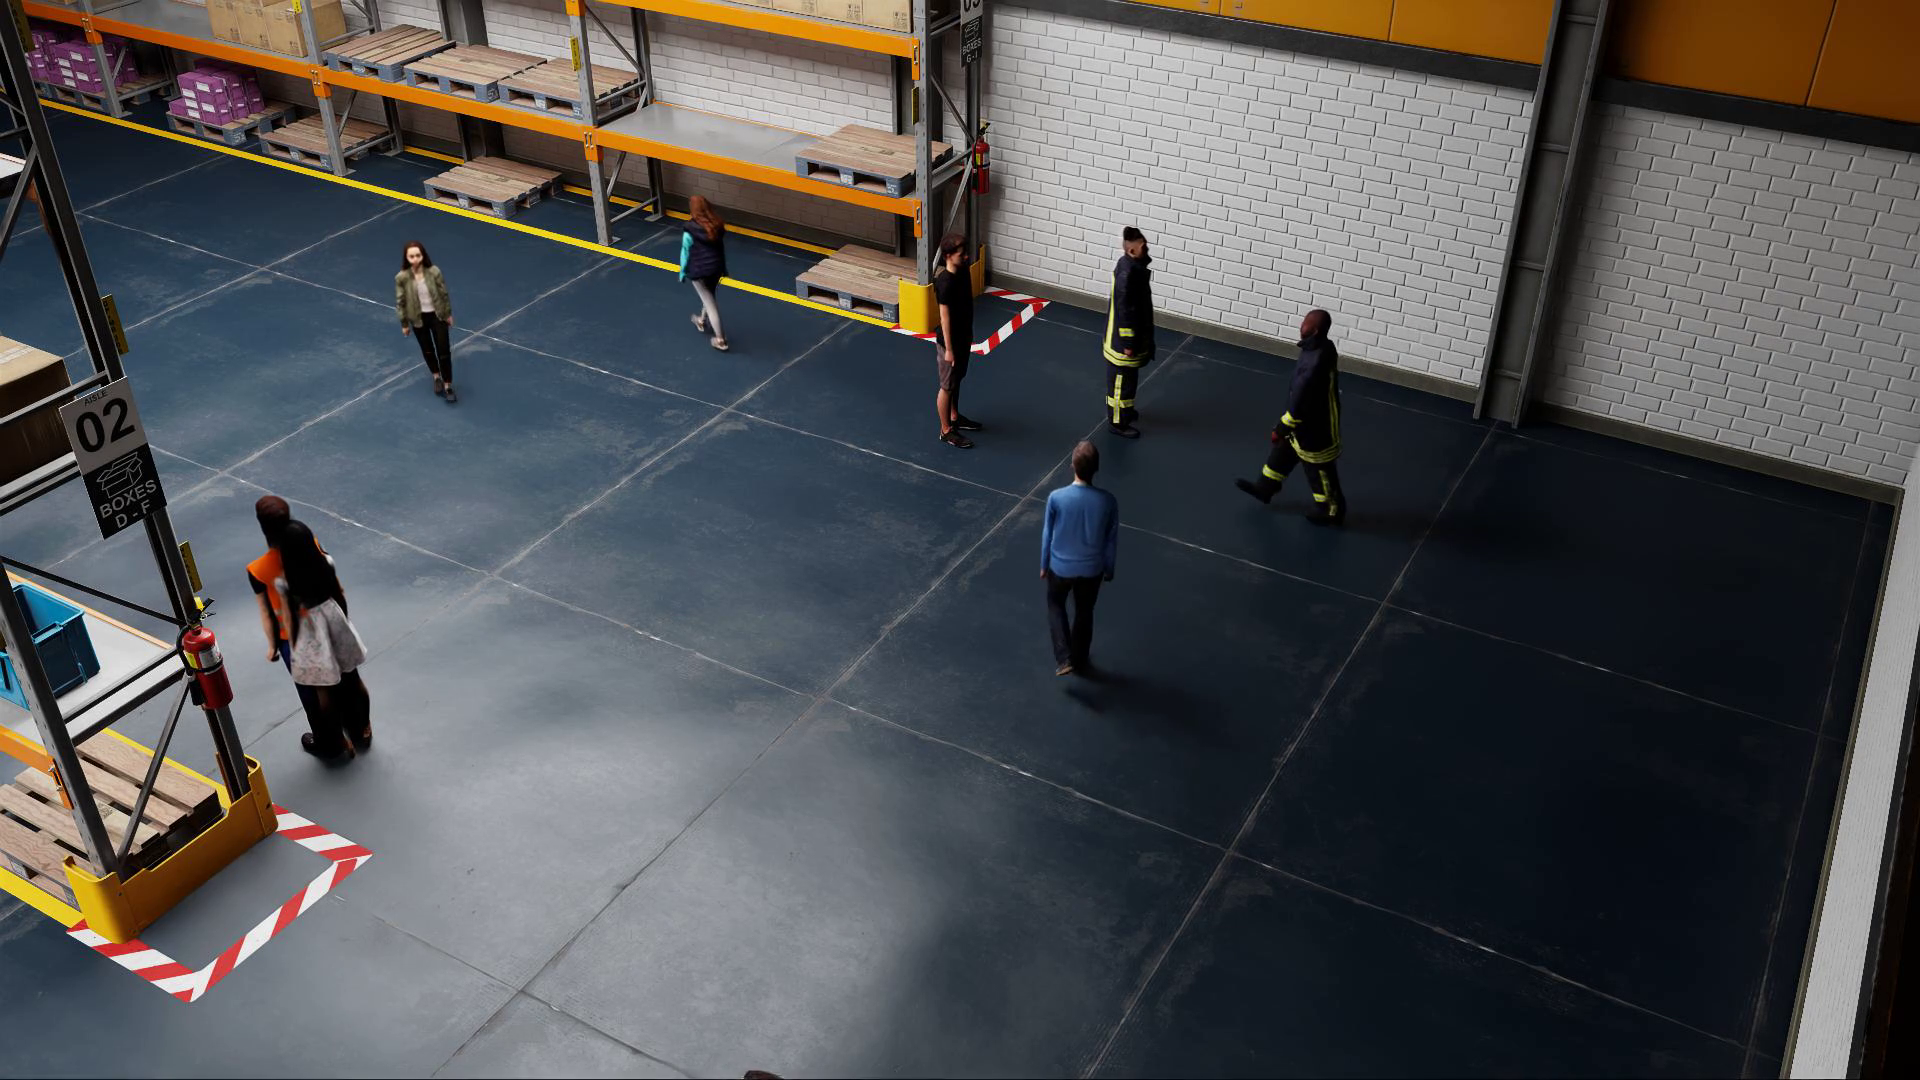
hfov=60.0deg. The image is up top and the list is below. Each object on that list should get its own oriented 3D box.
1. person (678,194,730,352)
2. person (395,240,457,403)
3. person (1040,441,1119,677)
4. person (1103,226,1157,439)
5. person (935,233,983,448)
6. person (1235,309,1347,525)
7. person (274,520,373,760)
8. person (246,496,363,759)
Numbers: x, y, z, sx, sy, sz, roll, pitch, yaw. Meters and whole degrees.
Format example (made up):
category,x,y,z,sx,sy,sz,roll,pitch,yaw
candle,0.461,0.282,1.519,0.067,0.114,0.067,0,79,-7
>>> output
category,x,y,z,sx,sy,sz,roll,pitch,yaw
person,-2.310,-2.457,15.418,0.742,1.478,0.949,-27,42,-34
person,-4.711,-1.981,14.714,0.817,1.464,0.876,-8,34,-12
person,0.783,0.199,11.124,0.903,1.807,0.932,0,34,1
person,1.423,-1.800,14.083,0.841,1.863,0.861,5,34,7
person,-0.052,-1.703,13.937,0.660,1.862,0.718,10,35,14
person,2.807,-0.919,12.831,1.219,1.782,0.932,8,34,12
person,-4.025,0.630,10.507,0.707,1.774,0.706,27,42,35
person,-4.135,0.558,10.512,0.698,1.888,0.731,27,42,34
